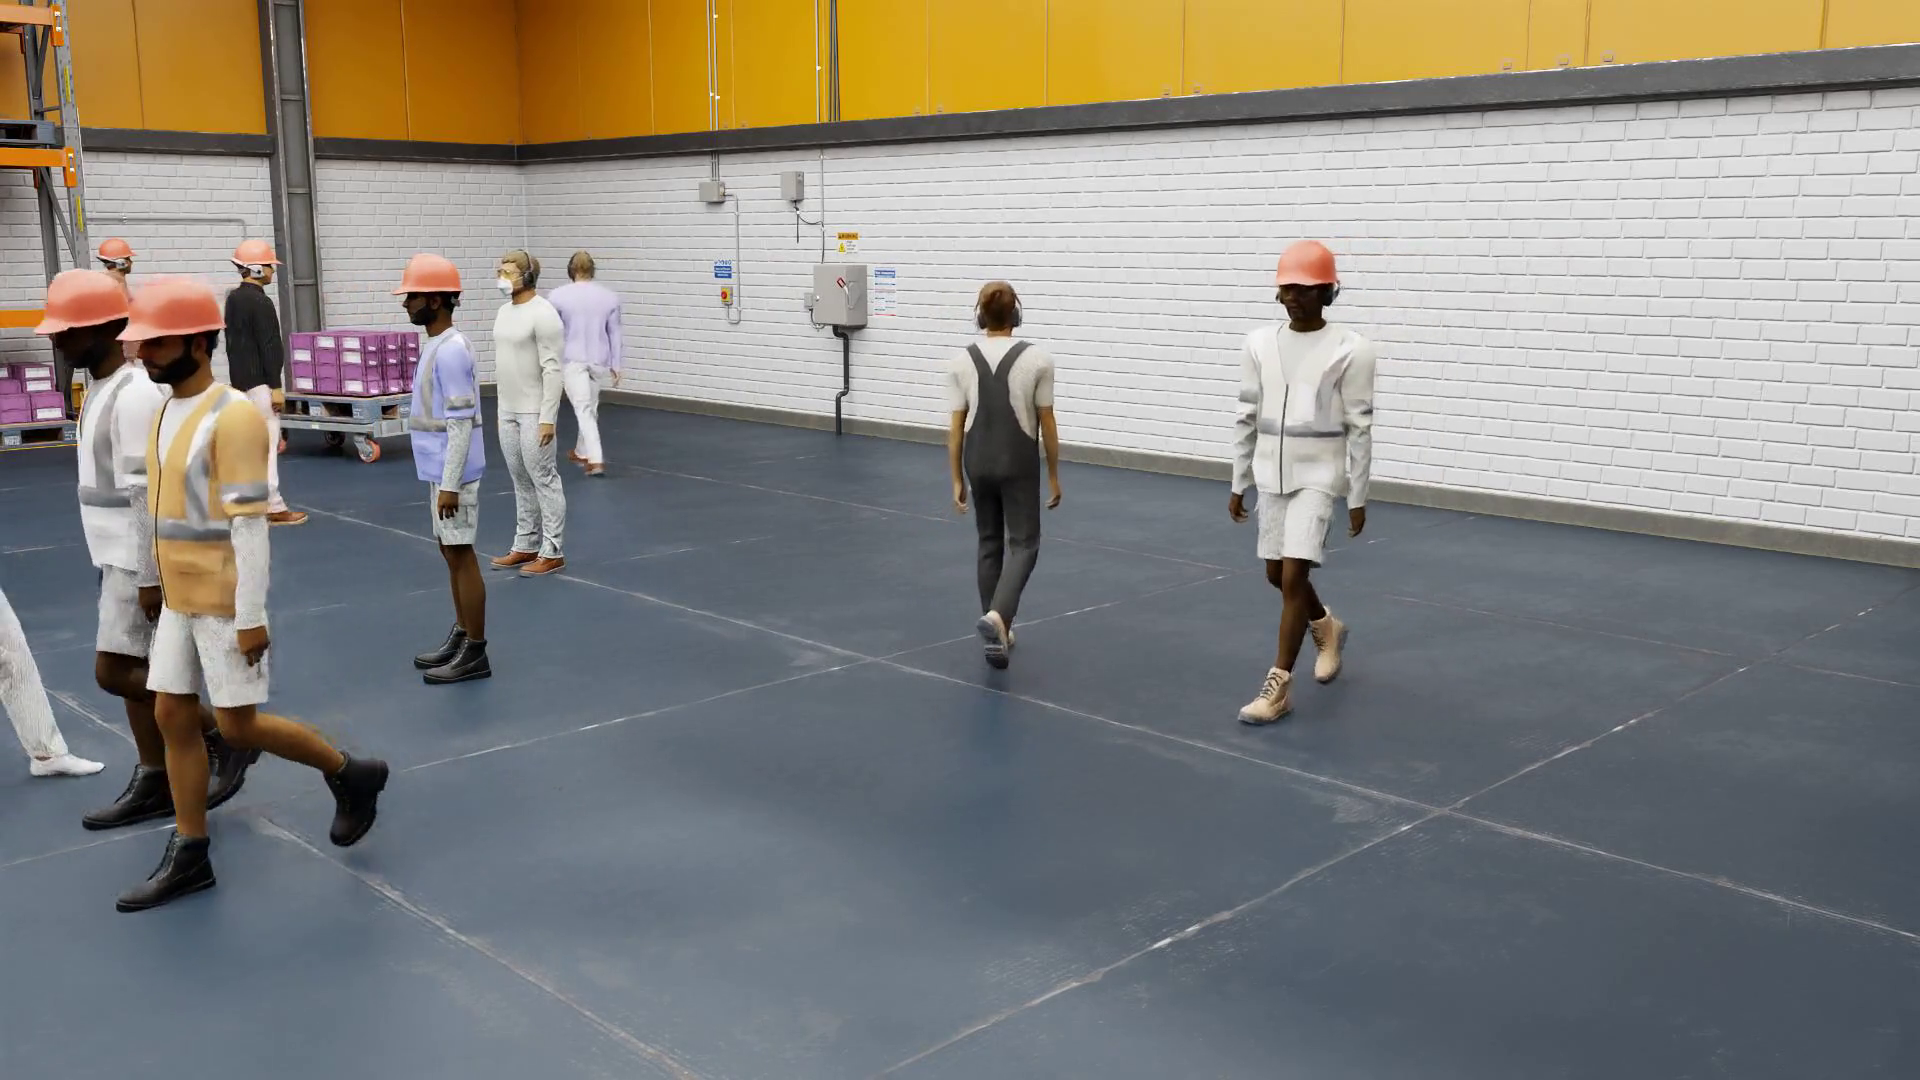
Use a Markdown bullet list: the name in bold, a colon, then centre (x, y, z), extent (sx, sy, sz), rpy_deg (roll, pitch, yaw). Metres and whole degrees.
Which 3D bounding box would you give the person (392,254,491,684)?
- **person**: centre (-2.344, -0.317, 7.554), extent (0.358, 1.938, 0.542), rpy_deg (-4, 11, -23)

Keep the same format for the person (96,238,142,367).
- **person**: centre (-7.317, -1.630, 14.546), extent (0.369, 1.996, 0.622), rpy_deg (-6, 12, -31)

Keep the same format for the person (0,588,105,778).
- **person**: centre (-3.685, 0.138, 6.020), extent (0.860, 1.597, 0.511), rpy_deg (-2, 11, -9)

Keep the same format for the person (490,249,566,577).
- **person**: centre (-2.583, -0.751, 9.920), extent (0.373, 1.940, 0.629), rpy_deg (-10, 14, -44)

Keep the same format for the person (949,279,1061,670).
- **person**: centre (0.186, -0.296, 7.769), extent (0.524, 1.823, 0.726), rpy_deg (3, 11, 18)

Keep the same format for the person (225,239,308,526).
- **person**: centre (-4.899, -1.097, 11.648), extent (0.613, 1.995, 0.391), rpy_deg (10, 14, 43)

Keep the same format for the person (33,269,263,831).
- **person**: centre (-2.792, 0.045, 5.647), extent (0.502, 1.918, 0.550), rpy_deg (-8, 13, -36)

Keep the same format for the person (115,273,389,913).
- **person**: centre (-2.231, 0.144, 5.115), extent (0.552, 1.918, 0.776), rpy_deg (8, 13, 39)

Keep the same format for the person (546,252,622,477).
- **person**: centre (-3.200, -1.495, 14.151), extent (0.647, 1.892, 1.047), rpy_deg (-7, 12, -33)

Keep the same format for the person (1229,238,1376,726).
- **person**: centre (1.478, -0.271, 7.094), extent (0.613, 2.015, 0.941), rpy_deg (9, 14, 40)
